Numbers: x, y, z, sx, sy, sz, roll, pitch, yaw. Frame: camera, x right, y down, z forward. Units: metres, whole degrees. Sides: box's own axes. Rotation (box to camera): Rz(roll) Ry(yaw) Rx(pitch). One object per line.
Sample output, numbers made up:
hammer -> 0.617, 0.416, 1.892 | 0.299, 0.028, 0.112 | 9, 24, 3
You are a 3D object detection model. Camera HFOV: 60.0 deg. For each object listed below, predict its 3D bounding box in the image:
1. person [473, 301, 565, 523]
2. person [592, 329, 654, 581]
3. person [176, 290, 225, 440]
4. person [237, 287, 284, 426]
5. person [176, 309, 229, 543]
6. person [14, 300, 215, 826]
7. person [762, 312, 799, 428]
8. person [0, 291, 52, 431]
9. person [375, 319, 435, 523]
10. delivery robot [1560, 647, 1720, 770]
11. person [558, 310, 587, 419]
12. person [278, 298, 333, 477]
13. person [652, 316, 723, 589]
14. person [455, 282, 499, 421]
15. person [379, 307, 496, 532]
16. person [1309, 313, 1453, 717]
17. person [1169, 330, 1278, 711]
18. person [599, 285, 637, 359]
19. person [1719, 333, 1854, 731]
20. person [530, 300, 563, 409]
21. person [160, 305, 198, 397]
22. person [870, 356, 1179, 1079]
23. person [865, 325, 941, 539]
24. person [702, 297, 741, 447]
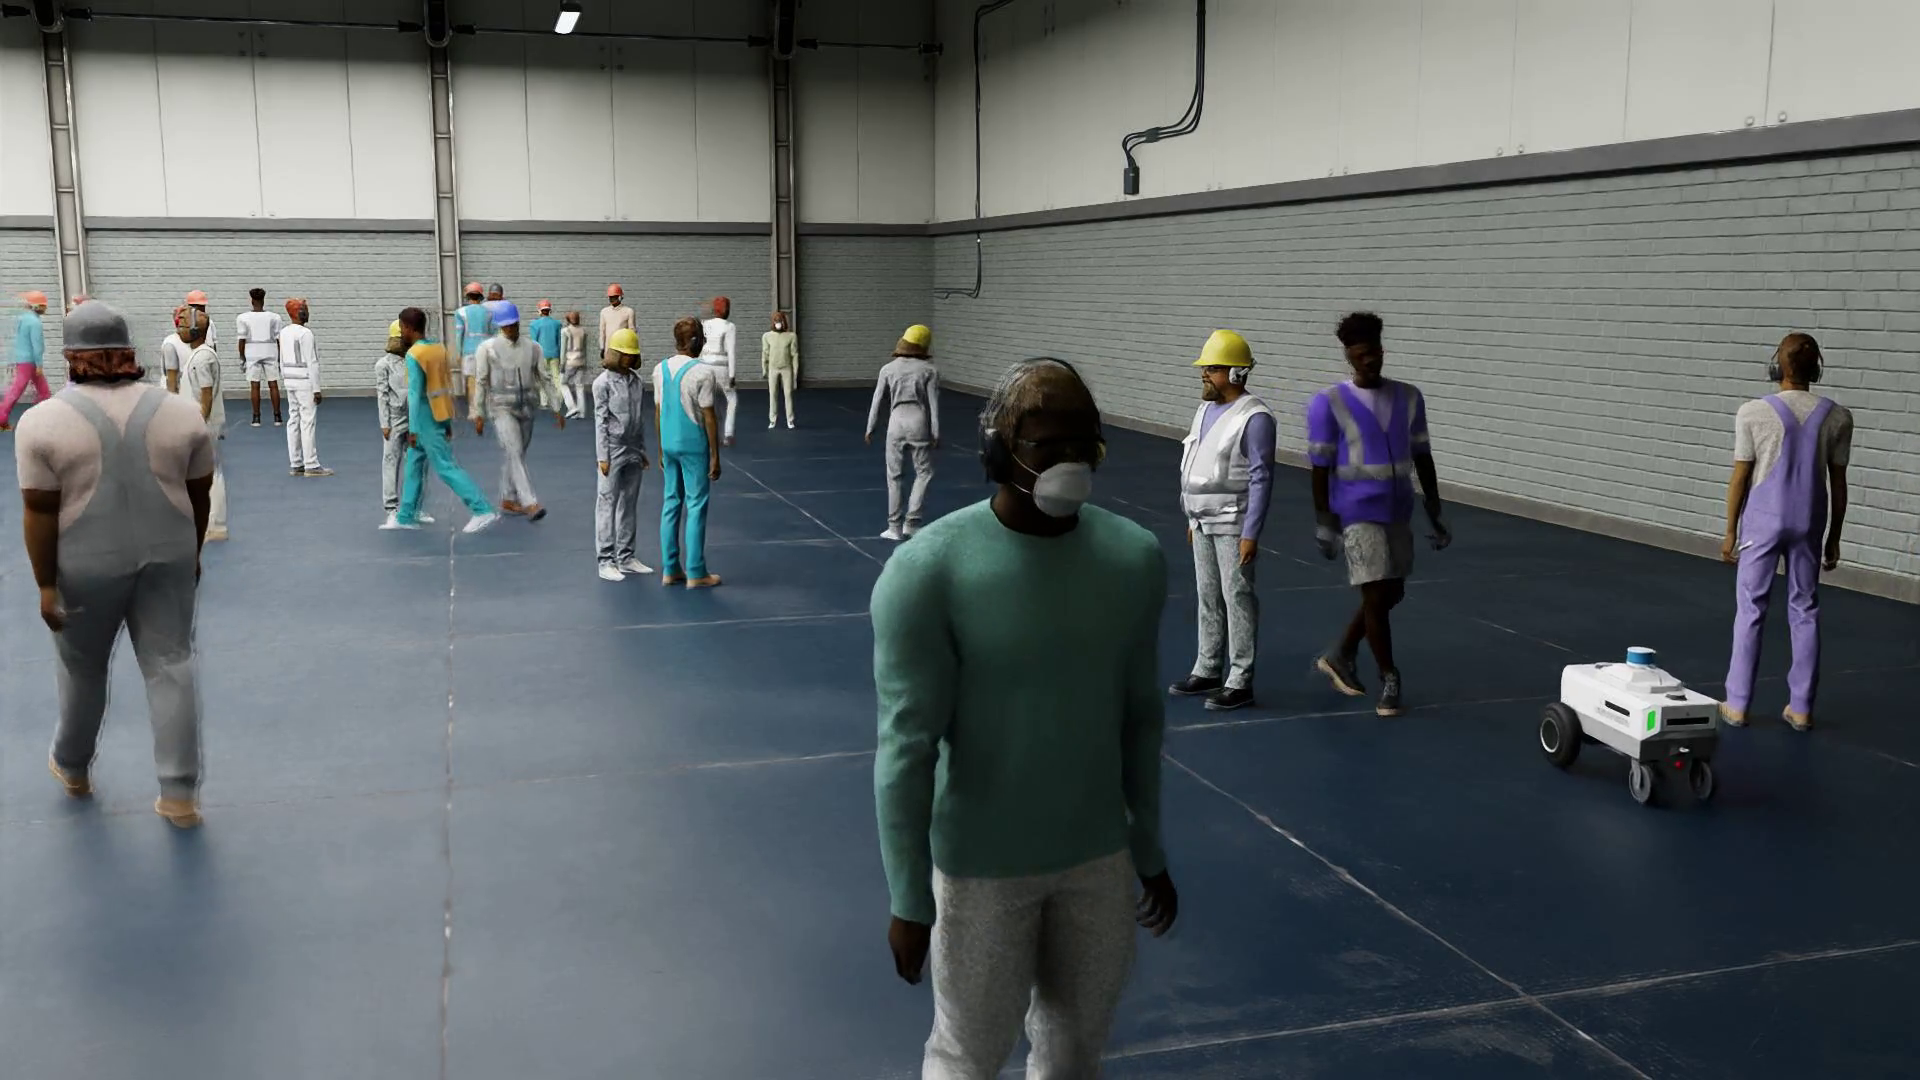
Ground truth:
person -> -3.776, -1.101, 14.314 | 0.715, 1.875, 1.001 | -8, 12, -41
person -> -2.333, -0.596, 11.579 | 0.321, 1.736, 0.487 | 5, 10, 29
person -> -9.764, -2.235, 21.398 | 0.359, 1.938, 0.545 | 3, 10, 20
person -> -9.916, -2.596, 23.611 | 0.614, 1.962, 0.366 | -5, 10, -27
person -> -6.001, -0.899, 13.167 | 0.345, 1.846, 0.508 | -4, 10, -25
person -> -3.292, 0.051, 6.479 | 0.696, 2.000, 1.003 | -7, 11, -39
person -> -2.504, -2.362, 23.200 | 0.504, 1.626, 0.286 | 0, 9, -1
person -> -12.805, -2.452, 22.855 | 1.105, 1.924, 0.626 | -7, 11, -39
person -> -4.687, -0.991, 14.070 | 0.297, 1.745, 0.484 | 6, 11, 35
delivery robot -> 2.793, 0.686, 6.856 | 0.477, 0.478, 0.707 | -2, 9, -10
person -> -5.742, -2.595, 24.661 | 0.392, 1.621, 0.550 | 6, 11, 33
person -> -6.932, -1.605, 17.546 | 0.574, 1.885, 0.355 | 6, 11, 36
person -> -1.828, -0.581, 11.178 | 0.511, 1.837, 0.353 | 5, 10, 30
person -> -7.117, -2.782, 24.547 | 0.614, 2.040, 0.390 | -3, 9, -19
person -> -4.329, -0.982, 13.677 | 0.995, 1.872, 0.615 | 0, 9, -1
person -> 2.008, -0.138, 8.085 | 0.687, 1.919, 0.680 | -4, 10, -22
person -> 1.271, -0.095, 8.072 | 0.403, 1.834, 0.588 | -4, 10, -23
person -> -5.472, -3.072, 26.553 | 0.626, 1.992, 0.387 | 2, 9, 14
person -> 3.817, -0.034, 7.699 | 0.507, 1.836, 0.340 | 2, 9, 10
person -> -6.653, -2.983, 26.748 | 0.563, 1.753, 0.335 | -6, 11, -36
person -> -7.435, -1.324, 15.930 | 0.408, 1.835, 0.566 | 0, 9, 0
person -> 0.129, 0.619, 3.180 | 0.635, 1.935, 0.361 | -5, 10, -31
person -> -0.463, -0.845, 13.235 | 0.638, 1.723, 0.431 | 1, 9, 8
person -> -2.957, -2.075, 20.620 | 0.613, 1.861, 0.623 | 5, 10, 29
